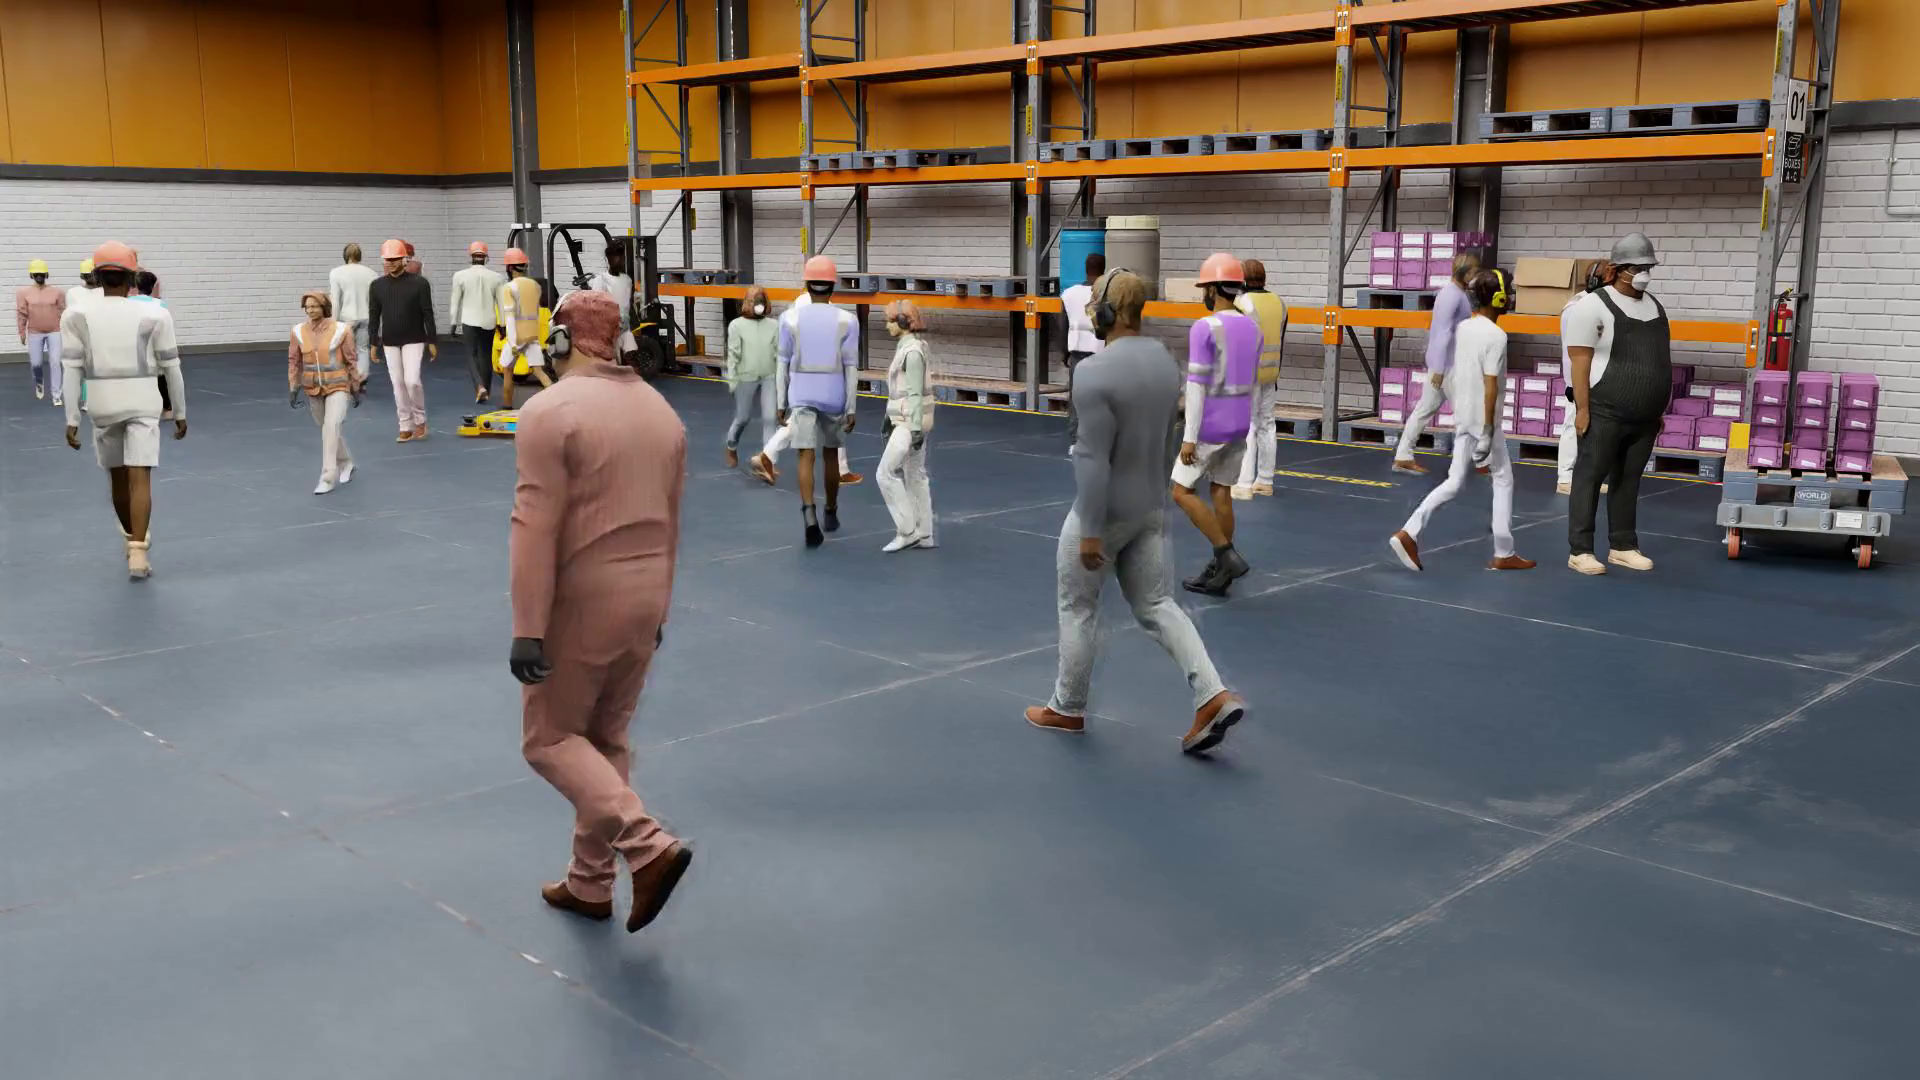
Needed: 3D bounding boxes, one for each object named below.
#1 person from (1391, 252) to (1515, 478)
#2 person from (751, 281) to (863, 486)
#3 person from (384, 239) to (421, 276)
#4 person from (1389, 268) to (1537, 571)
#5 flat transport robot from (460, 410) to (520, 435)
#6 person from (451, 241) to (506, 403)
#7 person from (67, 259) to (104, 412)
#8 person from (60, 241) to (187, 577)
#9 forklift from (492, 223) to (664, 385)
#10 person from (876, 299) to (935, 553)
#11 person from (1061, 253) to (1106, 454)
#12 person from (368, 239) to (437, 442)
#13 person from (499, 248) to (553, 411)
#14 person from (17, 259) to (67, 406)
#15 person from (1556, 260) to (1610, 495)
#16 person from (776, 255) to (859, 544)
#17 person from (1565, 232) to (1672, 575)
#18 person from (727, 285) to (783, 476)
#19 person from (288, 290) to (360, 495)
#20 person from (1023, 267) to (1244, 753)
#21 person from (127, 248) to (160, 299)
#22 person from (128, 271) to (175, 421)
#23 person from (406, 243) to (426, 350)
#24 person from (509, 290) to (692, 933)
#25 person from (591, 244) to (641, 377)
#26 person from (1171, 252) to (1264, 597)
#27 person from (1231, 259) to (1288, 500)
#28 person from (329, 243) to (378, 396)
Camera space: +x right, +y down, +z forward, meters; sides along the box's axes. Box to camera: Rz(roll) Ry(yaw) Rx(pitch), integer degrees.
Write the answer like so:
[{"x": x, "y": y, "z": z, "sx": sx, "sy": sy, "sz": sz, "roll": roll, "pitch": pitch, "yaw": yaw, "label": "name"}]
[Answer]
[{"x": 4.127, "y": -1.447, "z": 13.893, "sx": 1.012, "sy": 1.878, "sz": 0.646, "roll": 3, "pitch": 11, "yaw": 16, "label": "person"}, {"x": -1.232, "y": -1.336, "z": 13.364, "sx": 0.869, "sy": 1.856, "sz": 0.581, "roll": -7, "pitch": 13, "yaw": -34, "label": "person"}, {"x": -9.306, "y": -4.043, "z": 27.842, "sx": 0.625, "sy": 1.943, "sz": 0.997, "roll": -4, "pitch": 11, "yaw": -21, "label": "person"}, {"x": 3.051, "y": -0.706, "z": 9.966, "sx": 0.890, "sy": 1.842, "sz": 0.519, "roll": -3, "pitch": 11, "yaw": -17, "label": "person"}, {"x": -4.243, "y": -1.179, "z": 16.804, "sx": 1.431, "sy": 0.197, "sz": 0.652, "roll": 2, "pitch": 11, "yaw": 12, "label": "flat transport robot"}, {"x": -5.843, "y": -2.654, "z": 20.240, "sx": 0.636, "sy": 1.964, "sz": 0.913, "roll": -6, "pitch": 12, "yaw": -29, "label": "person"}, {"x": -9.933, "y": -2.332, "z": 19.073, "sx": 0.542, "sy": 1.740, "sz": 0.720, "roll": -3, "pitch": 11, "yaw": -17, "label": "person"}, {"x": -5.028, "y": -0.795, "z": 10.038, "sx": 0.634, "sy": 1.985, "sz": 1.071, "roll": -3, "pitch": 11, "yaw": -16, "label": "person"}, {"x": -5.316, "y": -3.263, "z": 22.920, "sx": 2.313, "sy": 2.155, "sz": 1.214, "roll": -10, "pitch": 14, "yaw": -44, "label": "forklift"}, {"x": -0.375, "y": -0.721, "z": 10.631, "sx": 0.480, "sy": 1.620, "sz": 0.508, "roll": 0, "pitch": 10, "yaw": -2, "label": "person"}, {"x": 1.209, "y": -1.745, "z": 15.598, "sx": 0.612, "sy": 1.855, "sz": 1.042, "roll": 3, "pitch": 11, "yaw": 18, "label": "person"}, {"x": -5.455, "y": -1.931, "z": 16.232, "sx": 0.654, "sy": 1.979, "sz": 0.440, "roll": 1, "pitch": 10, "yaw": 5, "label": "person"}, {"x": -4.684, "y": -2.206, "z": 17.998, "sx": 0.955, "sy": 1.899, "sz": 0.553, "roll": 7, "pitch": 12, "yaw": 33, "label": "person"}, {"x": -10.953, "y": -2.485, "z": 19.896, "sx": 0.536, "sy": 1.752, "sz": 0.581, "roll": -6, "pitch": 12, "yaw": -31, "label": "person"}, {"x": 4.930, "y": -1.256, "z": 12.977, "sx": 0.618, "sy": 1.836, "sz": 0.431, "roll": -7, "pitch": 13, "yaw": -35, "label": "person"}, {"x": -0.947, "y": -0.937, "z": 11.060, "sx": 0.558, "sy": 1.903, "sz": 0.941, "roll": -1, "pitch": 10, "yaw": -3, "label": "person"}, {"x": 3.992, "y": -0.812, "z": 9.969, "sx": 0.674, "sy": 2.000, "sz": 0.535, "roll": -4, "pitch": 11, "yaw": -22, "label": "person"}, {"x": -1.774, "y": -1.366, "z": 14.192, "sx": 0.509, "sy": 1.608, "sz": 0.723, "roll": -6, "pitch": 12, "yaw": -32, "label": "person"}, {"x": -5.059, "y": -1.205, "z": 13.327, "sx": 0.524, "sy": 1.597, "sz": 0.845, "roll": 1, "pitch": 10, "yaw": 4, "label": "person"}, {"x": 0.685, "y": -0.106, "z": 6.508, "sx": 0.936, "sy": 1.908, "sz": 0.642, "roll": 9, "pitch": 14, "yaw": 41, "label": "person"}, {"x": -10.122, "y": -2.665, "z": 20.544, "sx": 0.788, "sy": 1.877, "sz": 0.645, "roll": 5, "pitch": 11, "yaw": 24, "label": "person"}, {"x": -8.731, "y": -2.051, "z": 17.809, "sx": 0.579, "sy": 1.635, "sz": 0.906, "roll": 0, "pitch": 10, "yaw": 0, "label": "person"}, {"x": -9.658, "y": -4.265, "z": 29.240, "sx": 0.570, "sy": 1.882, "sz": 0.338, "roll": -6, "pitch": 12, "yaw": -30, "label": "person"}, {"x": -0.996, "y": 0.220, "z": 4.834, "sx": 0.606, "sy": 1.867, "sz": 0.702, "roll": 6, "pitch": 12, "yaw": 29, "label": "person"}, {"x": -4.077, "y": -2.555, "z": 19.828, "sx": 1.019, "sy": 1.906, "sz": 0.633, "roll": 8, "pitch": 13, "yaw": 36, "label": "person"}, {"x": 1.439, "y": -0.619, "z": 9.229, "sx": 0.578, "sy": 1.925, "sz": 0.433, "roll": -9, "pitch": 14, "yaw": -40, "label": "person"}, {"x": 2.235, "y": -1.233, "z": 12.820, "sx": 0.625, "sy": 1.840, "sz": 0.430, "roll": -9, "pitch": 14, "yaw": -40, "label": "person"}, {"x": -7.572, "y": -2.748, "z": 20.839, "sx": 0.659, "sy": 1.925, "sz": 0.465, "roll": -10, "pitch": 14, "yaw": -44, "label": "person"}]
